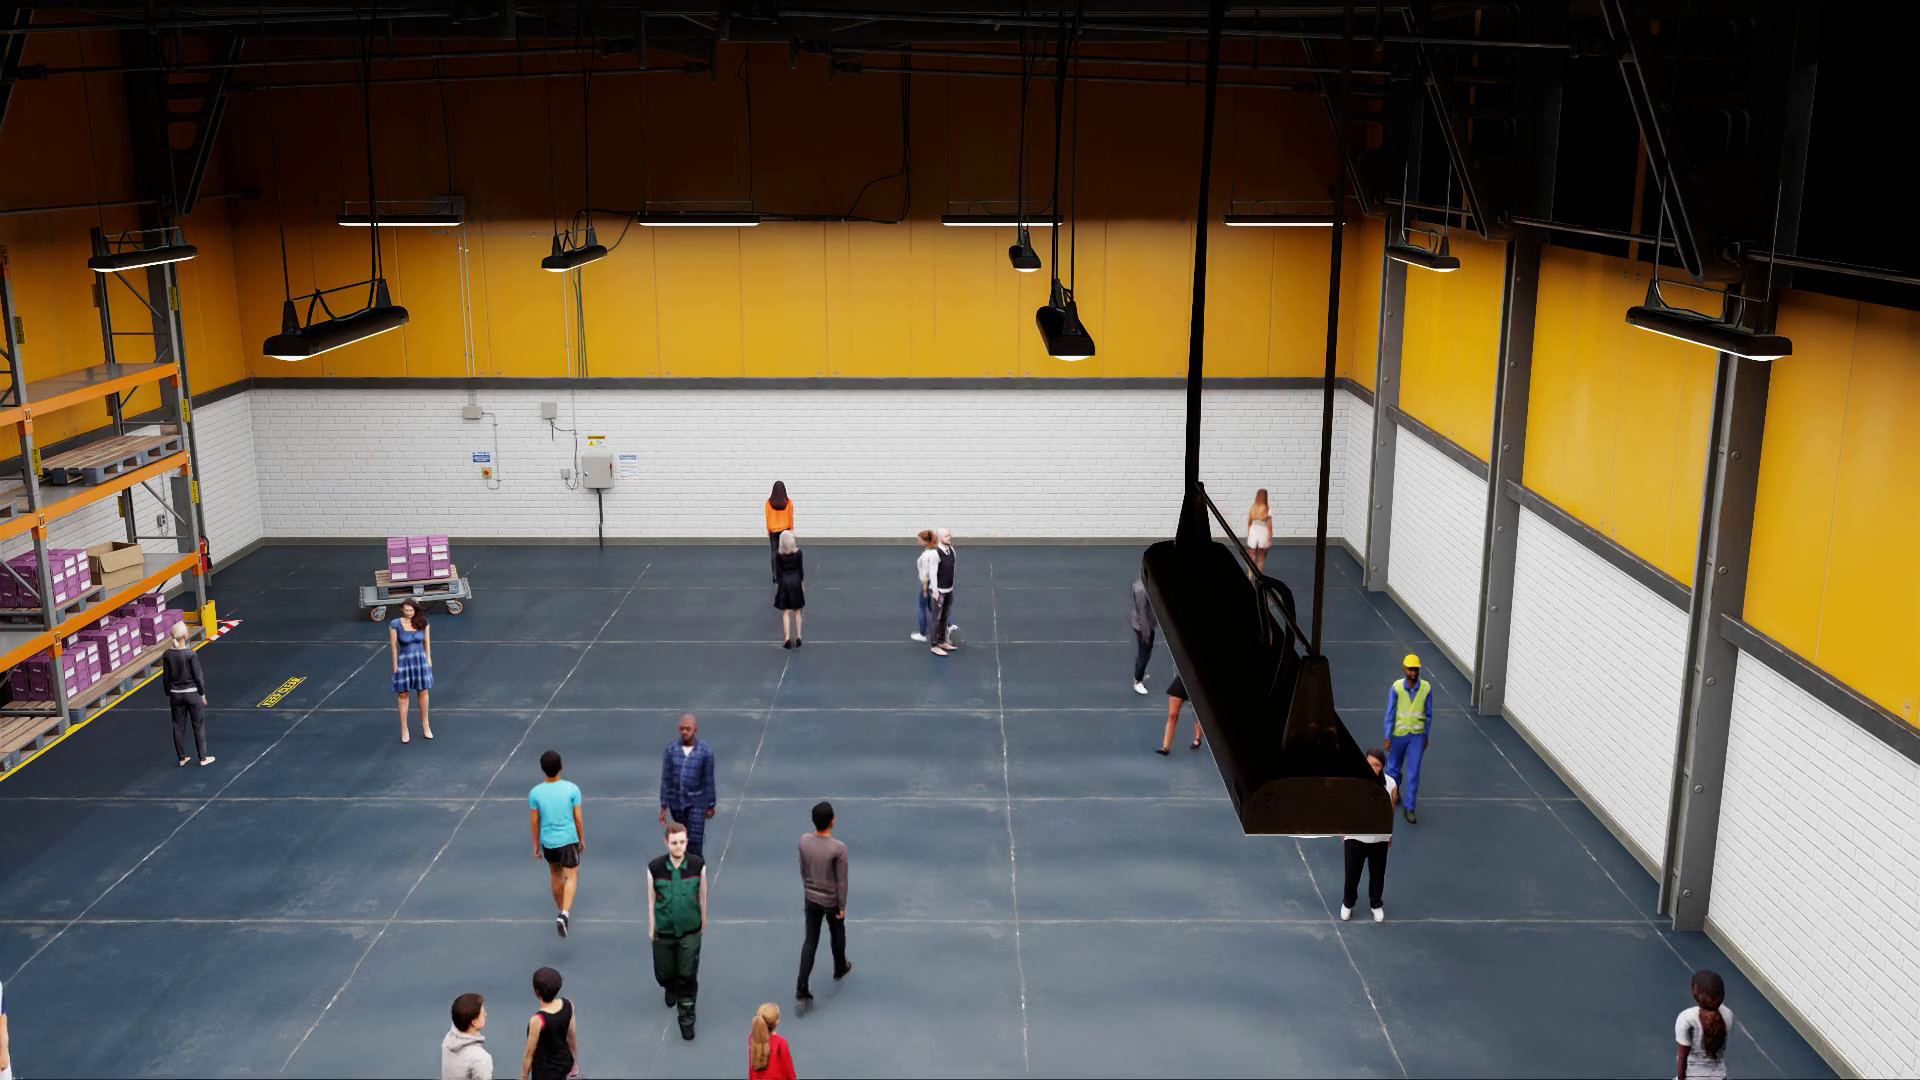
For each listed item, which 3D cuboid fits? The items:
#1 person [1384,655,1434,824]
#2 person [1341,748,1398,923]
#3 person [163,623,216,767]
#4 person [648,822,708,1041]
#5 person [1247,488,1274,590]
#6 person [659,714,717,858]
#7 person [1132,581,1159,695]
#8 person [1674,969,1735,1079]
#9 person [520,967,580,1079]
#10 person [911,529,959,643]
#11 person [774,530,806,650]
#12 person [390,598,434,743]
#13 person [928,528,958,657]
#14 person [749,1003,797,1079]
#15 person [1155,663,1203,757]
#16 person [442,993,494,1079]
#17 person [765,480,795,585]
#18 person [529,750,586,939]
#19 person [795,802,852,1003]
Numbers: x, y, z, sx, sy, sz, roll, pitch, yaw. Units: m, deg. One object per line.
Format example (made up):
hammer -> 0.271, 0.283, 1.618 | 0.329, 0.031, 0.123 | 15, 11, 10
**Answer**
person -> 4.876, 2.114, 18.213 | 0.761, 1.775, 1.190 | 1, 14, 5
person -> 3.858, 2.767, 15.712 | 0.689, 1.683, 0.652 | 2, 14, 9
person -> -9.118, 1.809, 19.578 | 0.611, 1.726, 0.504 | 0, 14, 1
person -> -2.342, 3.170, 13.732 | 0.747, 1.831, 0.970 | -3, 14, -11
person -> 4.842, 0.002, 27.118 | 0.748, 1.687, 0.820 | 7, 15, 28
person -> -2.668, 2.565, 16.373 | 0.757, 1.764, 1.190 | 2, 14, 7
person -> 2.446, 1.149, 22.181 | 1.017, 1.782, 0.748 | 3, 14, 12
person -> 5.145, 3.807, 11.426 | 0.685, 1.677, 1.160 | -2, 14, -7
person -> -2.848, 3.782, 11.828 | 0.809, 1.538, 0.822 | 7, 15, 26
person -> -0.371, 0.684, 24.258 | 0.911, 1.709, 0.992 | 6, 15, 25
person -> -2.471, 0.705, 24.091 | 0.677, 1.747, 0.678 | -5, 14, -20
person -> -6.707, 1.576, 20.367 | 0.758, 1.807, 0.755 | -7, 15, -28
person -> -0.261, 0.720, 23.866 | 0.846, 1.822, 0.732 | 8, 16, 30
person -> -1.378, 3.914, 11.841 | 0.605, 1.275, 0.659 | 8, 16, 31
person -> 2.772, 1.774, 19.918 | 1.028, 1.633, 1.137 | 11, 17, 38
person -> -3.284, 3.871, 10.879 | 1.198, 1.810, 1.295 | 12, 18, 41
person -> -2.976, -0.133, 27.550 | 0.607, 1.748, 0.532 | 0, 14, -1
person -> -3.691, 2.823, 15.322 | 0.671, 1.757, 1.051 | -1, 14, -6
person -> -1.225, 3.110, 14.187 | 0.874, 1.733, 1.196 | 3, 14, 12
